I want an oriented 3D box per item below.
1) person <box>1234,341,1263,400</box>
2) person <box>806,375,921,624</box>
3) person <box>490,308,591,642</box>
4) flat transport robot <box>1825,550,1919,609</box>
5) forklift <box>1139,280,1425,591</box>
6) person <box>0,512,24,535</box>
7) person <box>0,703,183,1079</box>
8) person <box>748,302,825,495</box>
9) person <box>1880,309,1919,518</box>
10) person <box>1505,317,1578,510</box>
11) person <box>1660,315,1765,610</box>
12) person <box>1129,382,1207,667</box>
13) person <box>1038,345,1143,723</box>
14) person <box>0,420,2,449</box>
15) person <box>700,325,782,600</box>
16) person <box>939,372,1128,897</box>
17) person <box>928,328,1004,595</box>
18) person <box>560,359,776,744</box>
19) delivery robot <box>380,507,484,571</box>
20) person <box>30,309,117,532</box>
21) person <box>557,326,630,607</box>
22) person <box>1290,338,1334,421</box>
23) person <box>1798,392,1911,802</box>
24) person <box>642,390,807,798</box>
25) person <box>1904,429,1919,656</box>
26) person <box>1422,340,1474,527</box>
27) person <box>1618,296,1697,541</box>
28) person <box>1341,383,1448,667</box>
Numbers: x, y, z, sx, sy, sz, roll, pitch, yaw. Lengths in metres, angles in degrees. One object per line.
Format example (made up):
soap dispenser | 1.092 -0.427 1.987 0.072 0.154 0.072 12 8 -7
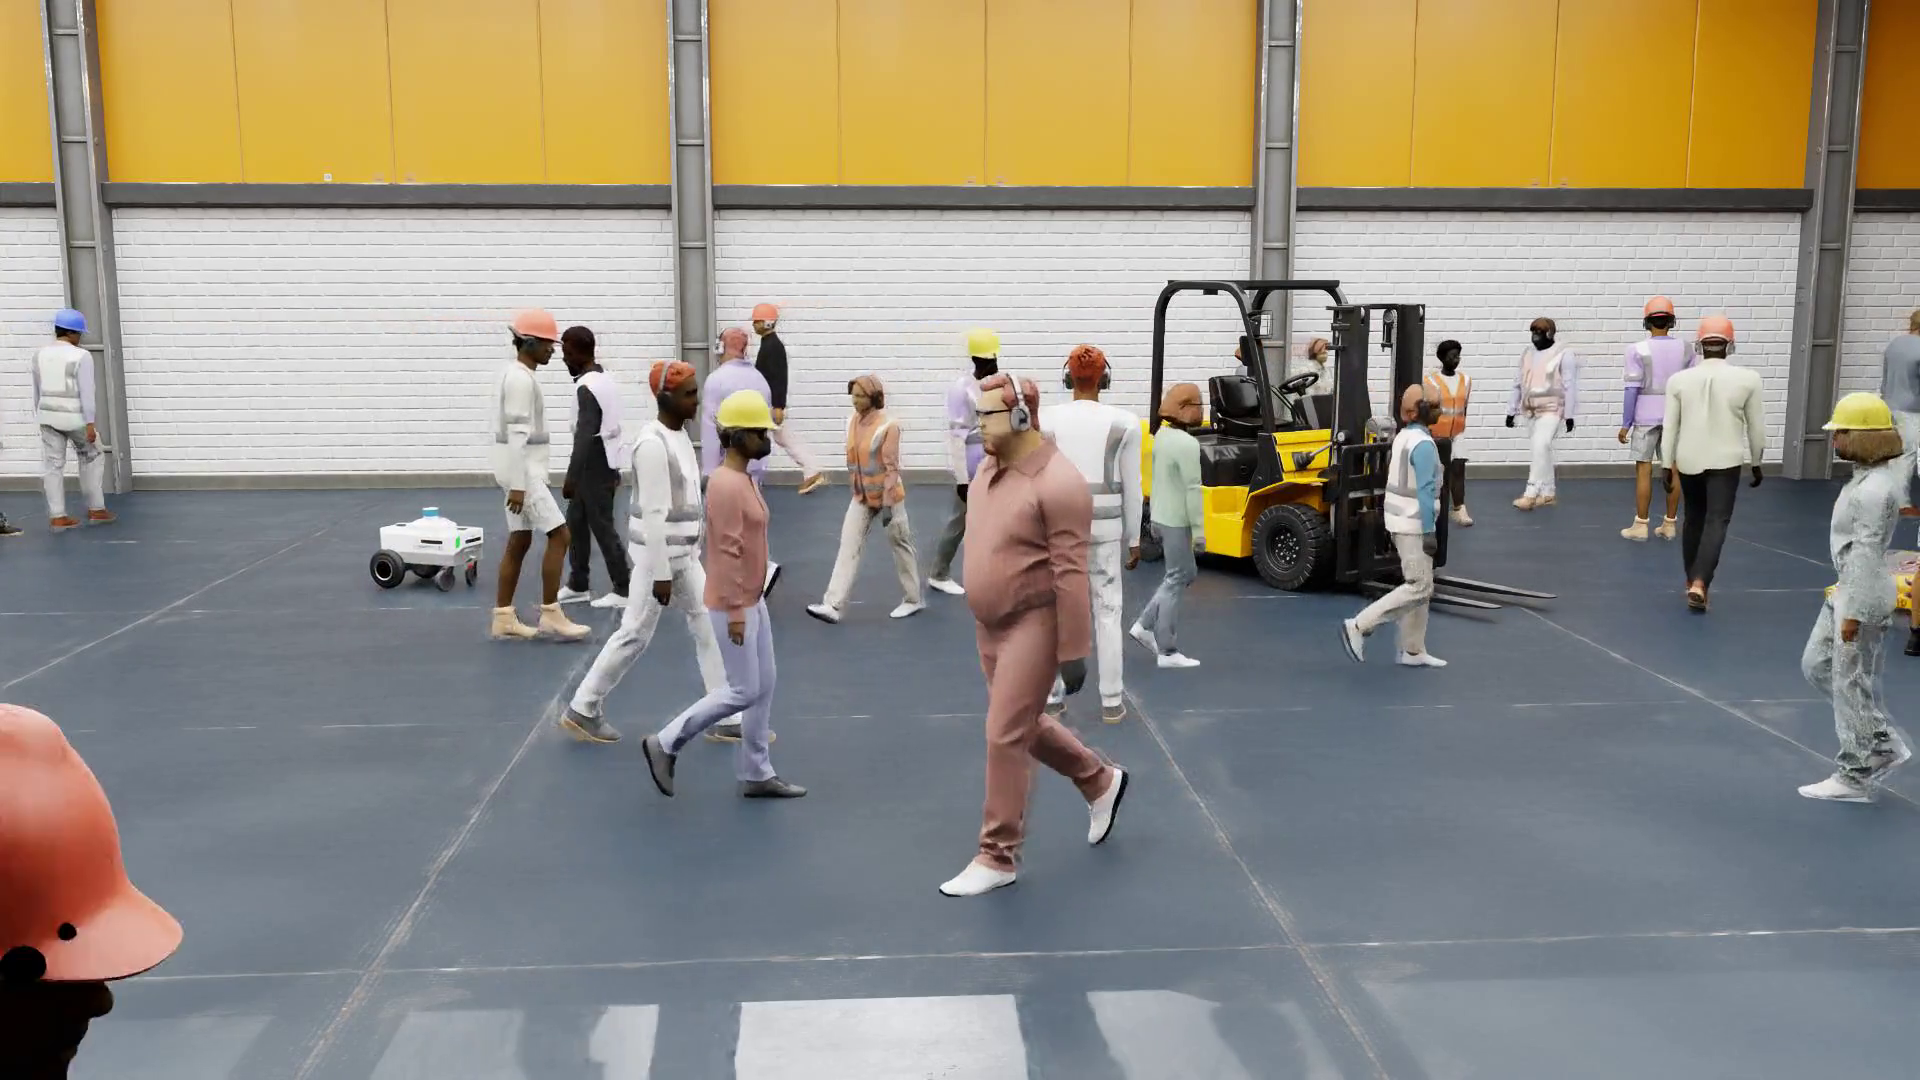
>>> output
person | 2.696 -1.083 15.633 0.282 1.633 0.498 -1 9 -5
person | -0.569 -0.246 10.504 0.532 1.574 0.894 8 12 43
person | -2.529 -0.381 10.037 0.760 2.007 0.635 -3 9 -17
flat transport robot | 6.557 0.264 11.439 1.431 0.197 0.652 -9 13 -44
forklift | 2.301 -0.860 12.475 1.214 2.155 2.313 -6 11 -35
person | -8.532 -0.967 14.017 0.967 1.936 0.596 0 9 2
person | -0.801 1.063 1.388 0.933 1.884 0.541 -2 9 -11
person | -1.848 -1.398 16.600 1.002 1.957 0.624 -1 9 -7
person | 8.673 -1.151 15.140 0.467 1.924 0.668 0 9 -1
person | 5.443 -1.193 15.770 0.835 1.806 0.654 -5 10 -28
person | 5.019 -0.528 11.151 0.614 1.958 0.975 7 11 37
person | 1.235 -0.077 9.357 0.347 1.625 0.500 -2 9 -10
person | 0.616 -0.025 8.245 0.573 1.876 0.346 2 9 12
person | -7.992 -0.812 13.154 0.586 1.879 0.652 6 11 35
person | -1.451 -0.471 11.011 0.573 1.883 0.671 4 10 24
person | 0.289 0.317 6.105 0.854 1.877 0.645 -5 10 -30
person | 0.149 -0.504 11.297 1.008 1.867 0.596 7 12 39
person | -1.422 0.074 7.766 0.998 1.841 0.575 1 9 8
delivery robot | -3.757 0.012 11.841 0.707 0.478 0.477 3 10 19
person | -7.734 -1.049 14.537 0.647 1.907 0.782 2 9 11
person | -2.472 -0.468 10.987 0.667 1.882 0.637 -1 9 -6
person | 3.455 -1.126 15.938 0.637 1.605 0.687 -9 13 -44
person | 3.733 0.249 6.940 0.380 1.728 0.500 4 10 23
person | -0.978 0.249 6.903 0.582 1.746 0.535 1 9 4
person | 5.702 -0.253 9.476 0.374 1.934 0.548 -1 9 -6
person | 4.317 -0.976 14.920 0.531 1.644 0.904 -2 9 -13
person | 5.784 -1.003 13.862 0.607 2.039 0.395 -1 9 -6
person | 2.455 -0.066 9.274 0.546 1.619 0.519 1 9 5
